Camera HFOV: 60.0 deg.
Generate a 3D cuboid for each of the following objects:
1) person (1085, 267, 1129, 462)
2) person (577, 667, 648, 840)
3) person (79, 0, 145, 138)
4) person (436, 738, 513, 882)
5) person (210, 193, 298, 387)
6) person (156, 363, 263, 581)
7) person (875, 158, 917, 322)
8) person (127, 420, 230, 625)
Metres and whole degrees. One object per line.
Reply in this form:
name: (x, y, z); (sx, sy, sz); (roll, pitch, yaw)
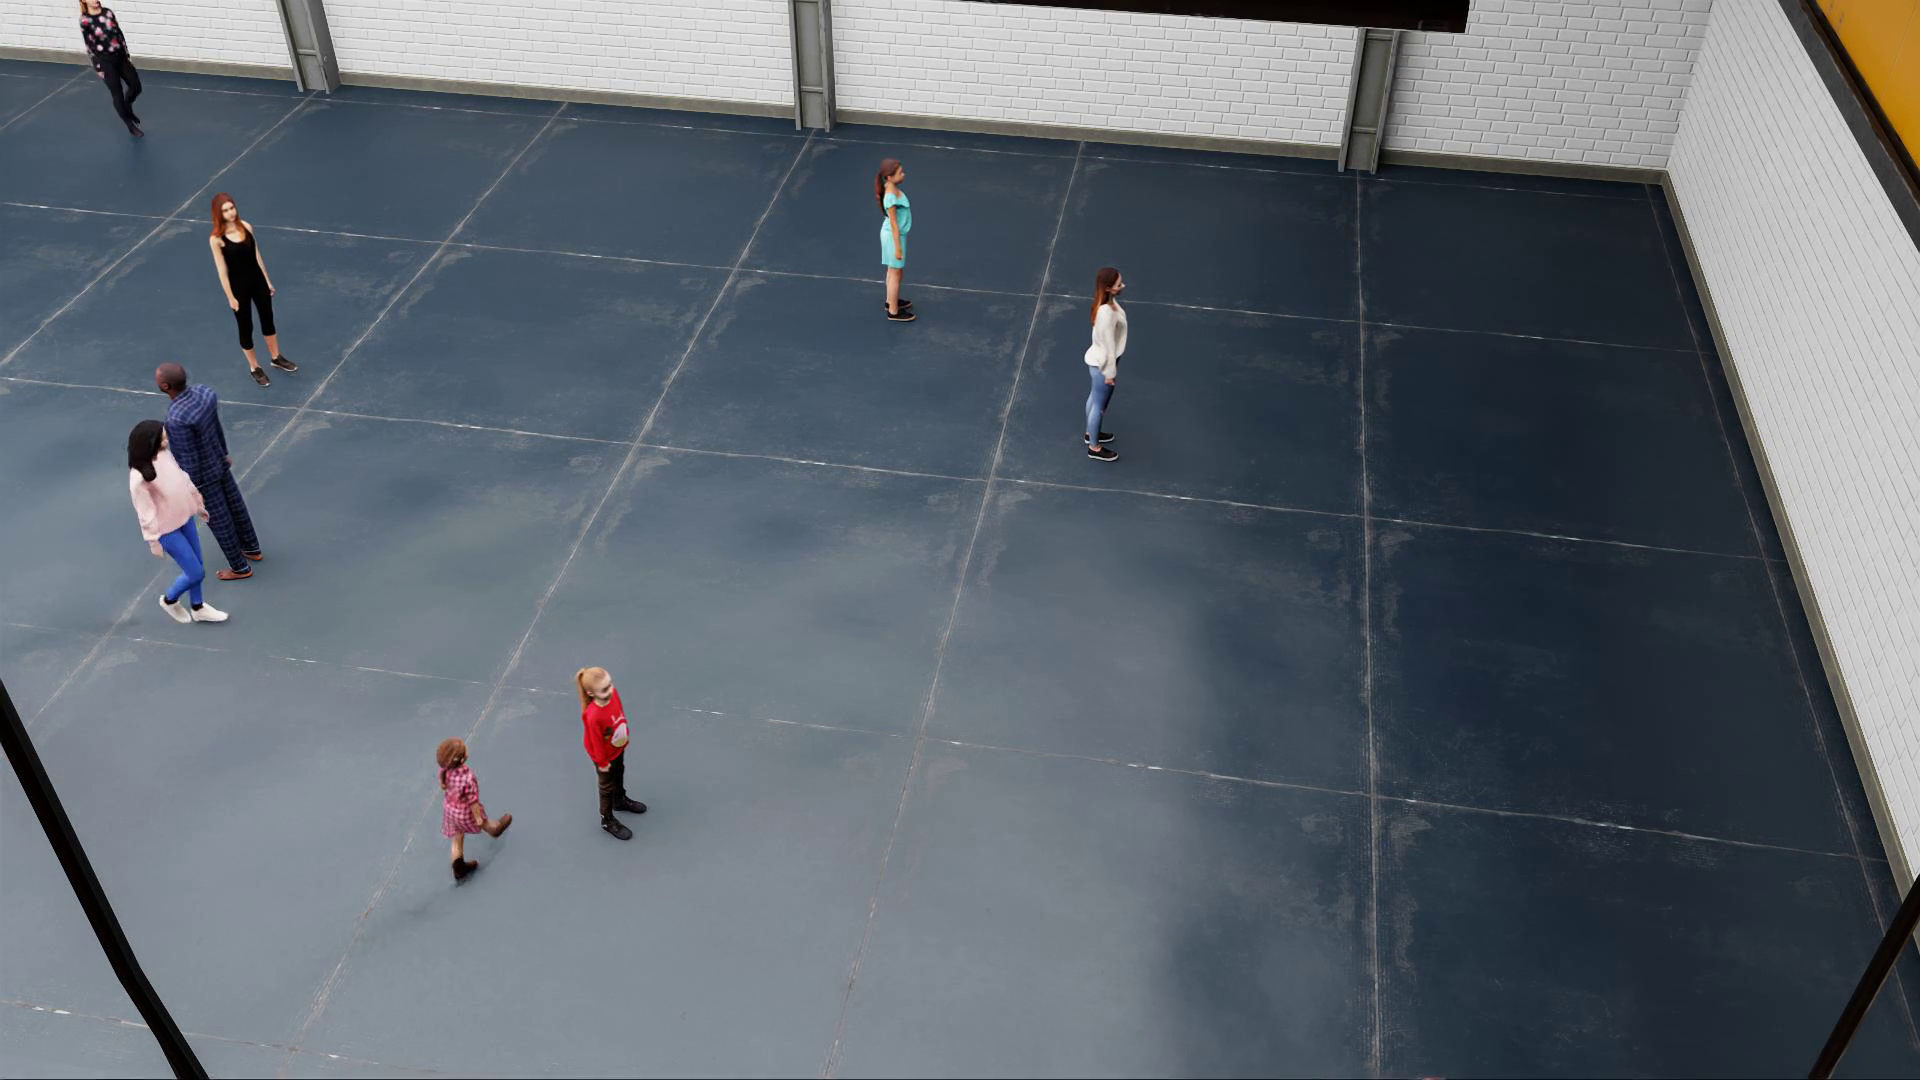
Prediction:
person: (1.151, -1.425, 13.324); (0.594, 1.692, 0.657); (0, 39, 0)
person: (-2.167, 1.279, 10.267); (0.499, 1.281, 0.509); (10, 40, 12)
person: (-9.274, -5.232, 18.101); (0.788, 1.679, 0.726); (23, 44, 26)
person: (-3.039, 1.639, 10.043); (0.735, 0.998, 0.615); (17, 42, 20)
person: (-6.101, -2.167, 14.226); (0.641, 1.726, 0.644); (23, 44, 26)
person: (-5.472, -0.506, 12.068); (0.578, 1.824, 0.665); (5, 39, 6)
person: (-0.595, -2.735, 15.072); (0.630, 1.558, 0.612); (-4, 39, -6)
person: (-5.573, -0.088, 11.605); (0.703, 1.748, 0.695); (4, 39, 5)
